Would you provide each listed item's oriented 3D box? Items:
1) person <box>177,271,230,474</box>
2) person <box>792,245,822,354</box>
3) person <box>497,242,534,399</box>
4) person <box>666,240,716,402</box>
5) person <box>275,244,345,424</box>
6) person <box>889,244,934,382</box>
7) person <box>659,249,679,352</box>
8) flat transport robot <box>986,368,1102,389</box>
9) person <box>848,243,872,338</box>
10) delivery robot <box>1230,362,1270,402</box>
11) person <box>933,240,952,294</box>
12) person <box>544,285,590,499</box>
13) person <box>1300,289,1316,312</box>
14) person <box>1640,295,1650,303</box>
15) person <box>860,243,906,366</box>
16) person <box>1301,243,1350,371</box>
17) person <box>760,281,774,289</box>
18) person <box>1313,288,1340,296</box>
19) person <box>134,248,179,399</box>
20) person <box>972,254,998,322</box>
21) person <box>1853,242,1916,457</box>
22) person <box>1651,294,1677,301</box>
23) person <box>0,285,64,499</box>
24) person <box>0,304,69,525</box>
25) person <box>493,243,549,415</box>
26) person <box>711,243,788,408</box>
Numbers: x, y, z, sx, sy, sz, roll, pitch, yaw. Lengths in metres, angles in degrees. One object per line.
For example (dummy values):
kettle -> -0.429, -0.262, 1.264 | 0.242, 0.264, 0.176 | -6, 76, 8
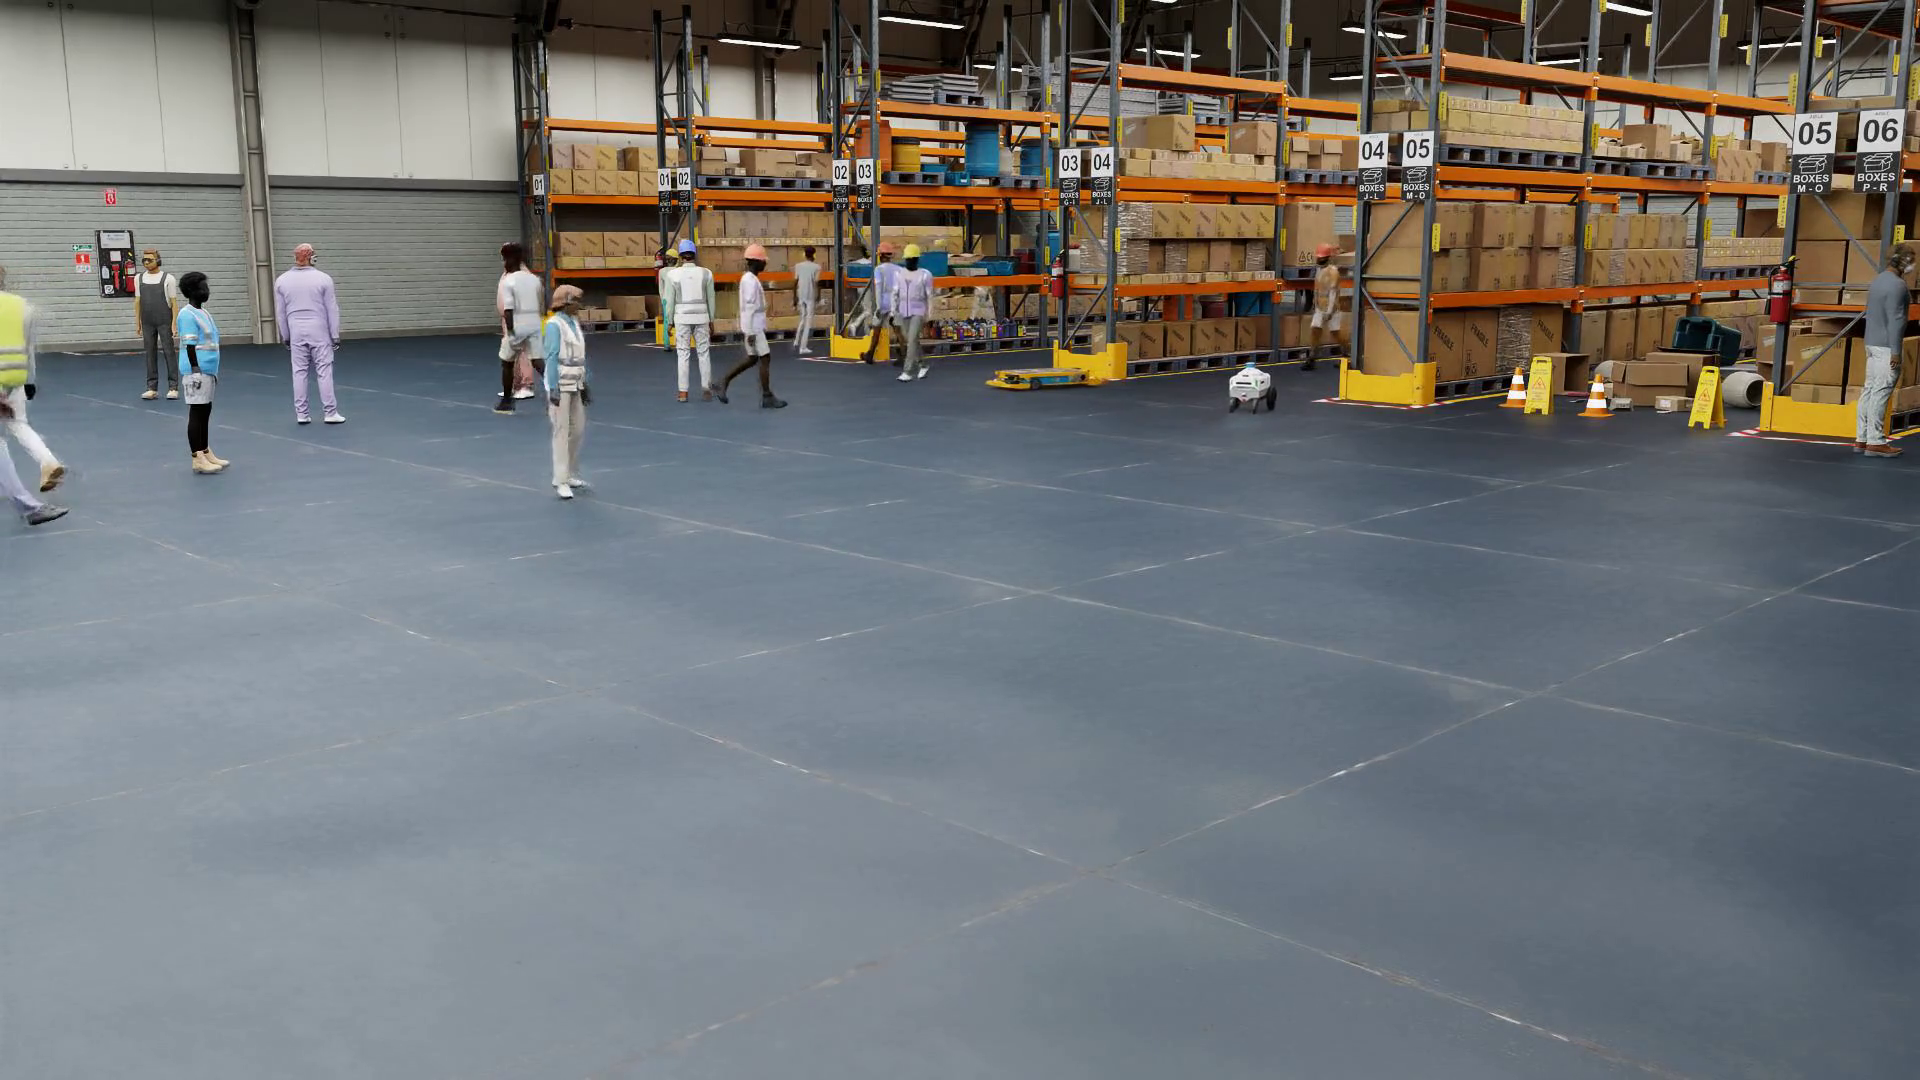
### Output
person -> -6.463, -1.431, 14.163 | 0.318, 1.699, 0.535 | -2, 11, -11
person -> -2.583, -4.091, 28.285 | 0.513, 1.838, 0.417 | 6, 12, 28
person -> -5.505, -2.707, 20.545 | 0.408, 1.913, 0.641 | -9, 13, -39
person -> -3.265, -2.656, 20.187 | 0.602, 1.939, 0.397 | -3, 11, -18
person -> -6.917, -2.191, 17.740 | 0.637, 1.911, 0.406 | 0, 10, 0
person -> -0.638, -3.175, 23.199 | 0.586, 1.886, 0.984 | 6, 12, 28
person -> -4.961, -4.145, 28.775 | 0.525, 1.770, 0.306 | 4, 11, 23
flat transport robot -> 1.123, -2.163, 22.166 | 1.431, 0.197, 0.652 | -6, 12, -28
person -> -1.872, -4.750, 31.840 | 0.506, 1.858, 0.710 | 10, 14, 43
delivery robot -> 3.343, -1.802, 19.156 | 0.477, 0.478, 0.707 | 4, 11, 22
person -> -0.537, -5.745, 37.166 | 0.906, 1.890, 0.598 | -10, 14, -43
person -> -3.061, -1.150, 12.867 | 0.352, 1.617, 0.611 | 2, 11, 11
person -> 7.182, -5.137, 33.587 | 0.642, 1.986, 0.434 | 7, 13, 35
person -> 14.881, -5.424, 36.157 | 0.439, 1.620, 0.514 | 2, 11, 10
person -> -1.147, -3.634, 25.672 | 0.574, 1.878, 1.005 | -9, 14, -40
person -> 5.505, -3.472, 24.802 | 0.913, 1.897, 0.544 | -5, 12, -27
person -> -4.273, -5.485, 35.954 | 0.612, 1.809, 0.465 | 4, 11, 20
person -> 7.239, -4.939, 32.693 | 0.662, 1.913, 0.773 | 8, 13, 36
person -> -9.871, -2.655, 20.440 | 0.507, 1.846, 0.345 | -1, 10, -5
person -> 0.536, -5.013, 33.943 | 0.826, 1.598, 0.527 | -8, 13, -39
person -> 8.471, -1.743, 15.221 | 0.352, 1.933, 0.635 | 2, 11, 11
person -> 13.191, -4.517, 31.169 | 0.283, 1.633, 0.497 | -8, 13, -37
person -> -7.278, -1.208, 12.646 | 0.650, 1.815, 0.635 | 4, 11, 20
person -> -6.725, -0.917, 11.349 | 0.953, 1.700, 0.536 | -5, 12, -27
person -> -4.856, -2.356, 18.619 | 0.963, 1.927, 0.607 | 7, 13, 35
person -> -2.478, -2.491, 19.389 | 0.829, 1.912, 0.555 | -2, 11, -10
